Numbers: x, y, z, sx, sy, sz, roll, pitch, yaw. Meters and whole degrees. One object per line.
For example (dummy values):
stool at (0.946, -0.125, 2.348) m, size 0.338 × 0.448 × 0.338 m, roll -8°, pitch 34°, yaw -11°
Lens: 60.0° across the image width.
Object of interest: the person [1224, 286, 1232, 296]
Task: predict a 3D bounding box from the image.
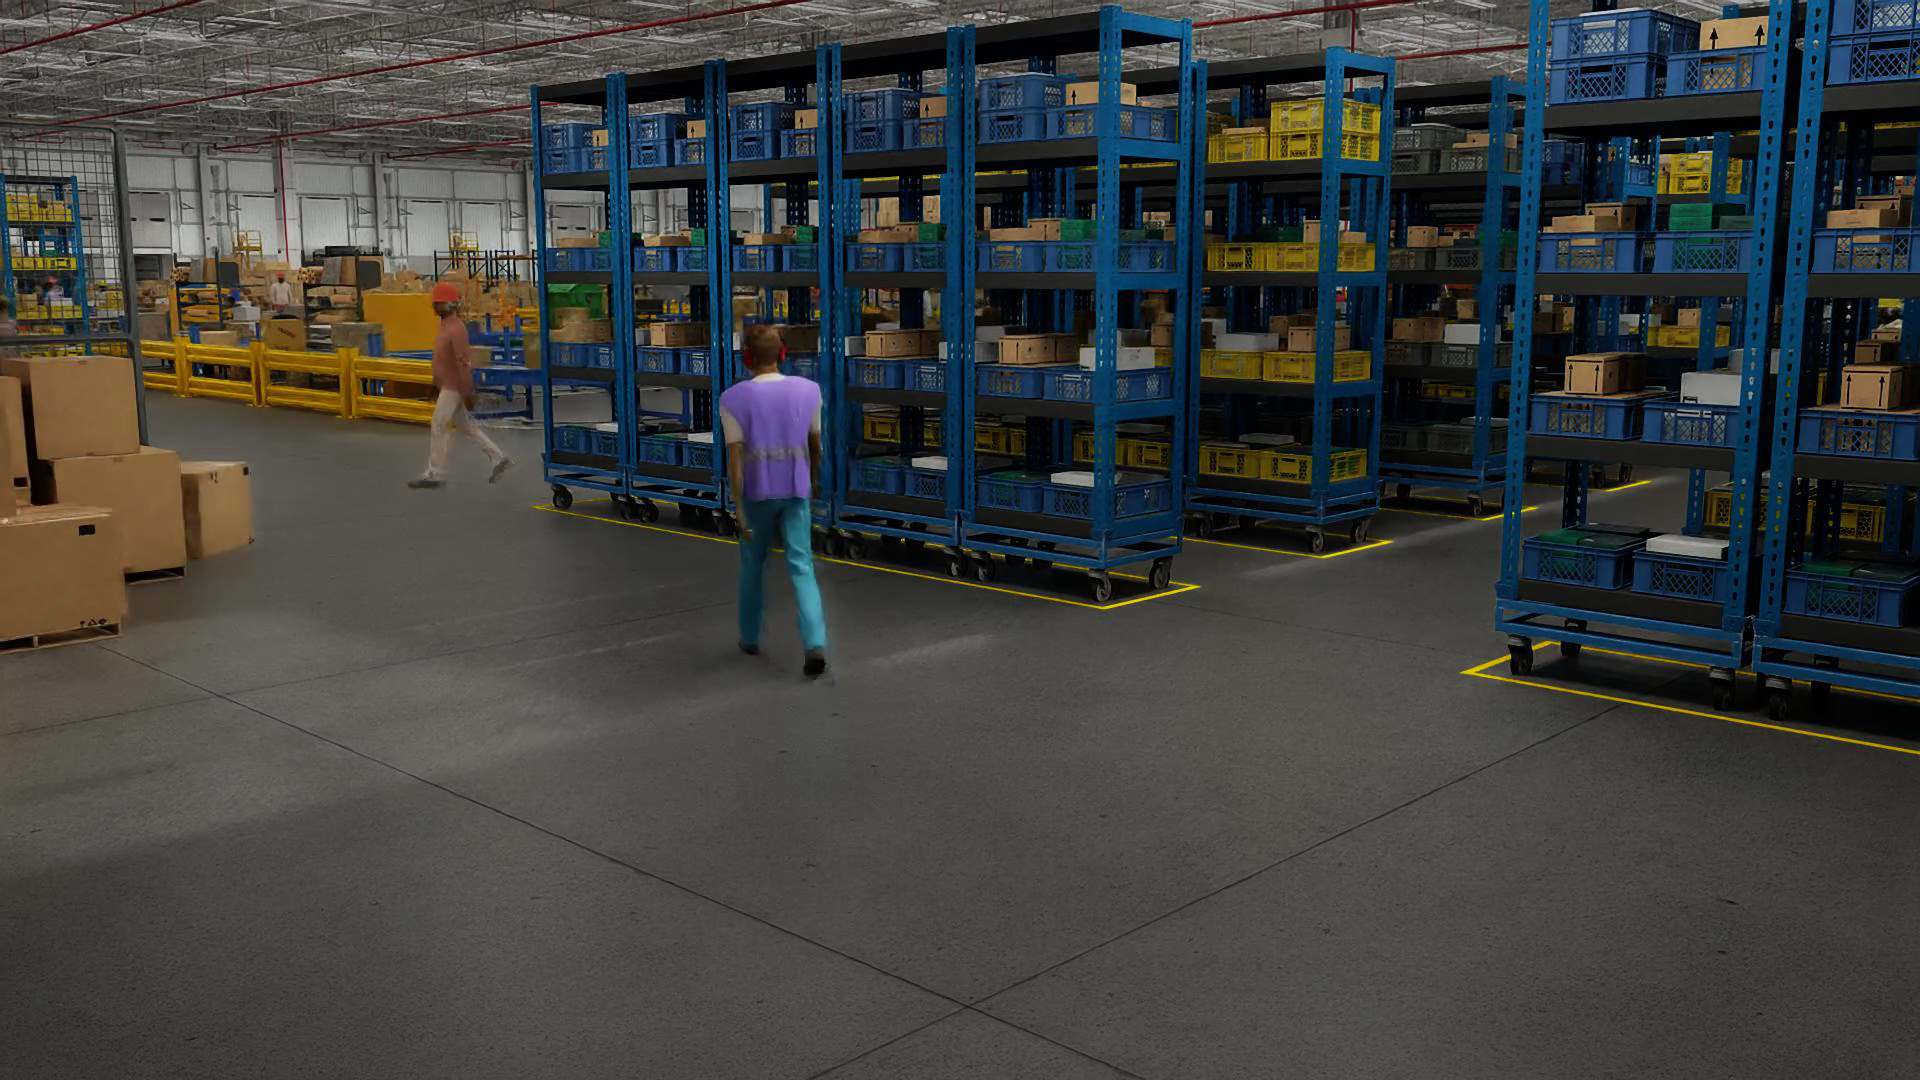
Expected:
person at (8.947, -8.172, 56.669) m, size 0.720 × 2.020 × 0.646 m, roll -9°, pitch 13°, yaw -43°

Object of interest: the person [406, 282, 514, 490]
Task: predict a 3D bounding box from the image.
person at (-4.752, -1.463, 15.766) m, size 0.991 × 1.964 × 0.612 m, roll -5°, pitch 10°, yaw -27°

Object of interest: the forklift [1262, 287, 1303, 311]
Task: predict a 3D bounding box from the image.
forklift at (10.769, -8.203, 54.240) m, size 1.129 × 2.768 × 1.873 m, roll 8°, pitch 12°, yaw 42°

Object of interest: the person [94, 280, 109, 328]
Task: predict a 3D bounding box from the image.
person at (-24.658, -6.607, 47.947) m, size 0.313 × 1.739 × 0.485 m, roll 9°, pitch 13°, yaw 43°

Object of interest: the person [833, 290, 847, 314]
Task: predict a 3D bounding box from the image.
person at (-3.274, -6.011, 43.884) m, size 0.696 × 1.876 × 0.675 m, roll -8°, pitch 12°, yaw -42°

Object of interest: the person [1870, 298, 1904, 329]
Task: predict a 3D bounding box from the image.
person at (9.845, -1.722, 17.716) m, size 0.403 × 1.827 × 0.596 m, roll 2°, pitch 9°, yaw 11°

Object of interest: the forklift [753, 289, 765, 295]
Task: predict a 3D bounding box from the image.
forklift at (-8.792, -12.116, 78.231) m, size 1.873 × 2.768 × 1.129 m, roll 9°, pitch 13°, yaw 43°

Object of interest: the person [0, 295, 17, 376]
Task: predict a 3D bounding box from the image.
person at (-12.698, -2.405, 22.155) m, size 0.598 × 1.751 × 0.529 m, roll 2°, pitch 9°, yaw 9°

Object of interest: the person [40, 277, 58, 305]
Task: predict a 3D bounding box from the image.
person at (-19.435, -4.678, 35.634) m, size 0.474 × 1.893 × 0.613 m, roll -3°, pitch 10°, yaw -17°

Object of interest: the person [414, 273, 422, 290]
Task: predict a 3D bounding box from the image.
person at (-23.729, -10.749, 72.833) m, size 0.455 × 1.914 × 0.635 m, roll -1°, pitch 9°, yaw -4°

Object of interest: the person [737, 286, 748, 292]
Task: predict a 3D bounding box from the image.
person at (-9.229, -10.228, 70.511) m, size 0.529 × 1.607 × 0.531 m, roll 2°, pitch 10°, yaw 15°

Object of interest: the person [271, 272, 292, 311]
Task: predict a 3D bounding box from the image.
person at (-21.278, -7.423, 52.208) m, size 0.632 × 1.974 × 0.541 m, roll -5°, pitch 11°, yaw -29°

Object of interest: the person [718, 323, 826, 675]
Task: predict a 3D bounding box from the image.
person at (-0.950, -0.216, 8.591) m, size 0.564 × 1.806 × 0.958 m, roll -3°, pitch 10°, yaw -19°

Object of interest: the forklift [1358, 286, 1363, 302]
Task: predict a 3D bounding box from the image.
forklift at (11.100, -7.017, 46.970) m, size 1.873 × 2.768 × 1.129 m, roll 9°, pitch 13°, yaw 43°

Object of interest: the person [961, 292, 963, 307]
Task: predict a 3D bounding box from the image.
person at (-0.082, -8.247, 58.049) m, size 0.902 × 1.726 × 0.535 m, roll 3°, pitch 10°, yaw 16°

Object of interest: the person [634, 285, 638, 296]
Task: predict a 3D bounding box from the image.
person at (-14.599, -10.861, 73.476) m, size 1.006 × 1.911 × 0.619 m, roll -8°, pitch 12°, yaw -41°

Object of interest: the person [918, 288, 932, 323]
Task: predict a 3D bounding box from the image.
person at (-0.911, -5.633, 41.756) m, size 0.423 × 1.817 × 0.635 m, roll -3°, pitch 10°, yaw -19°
